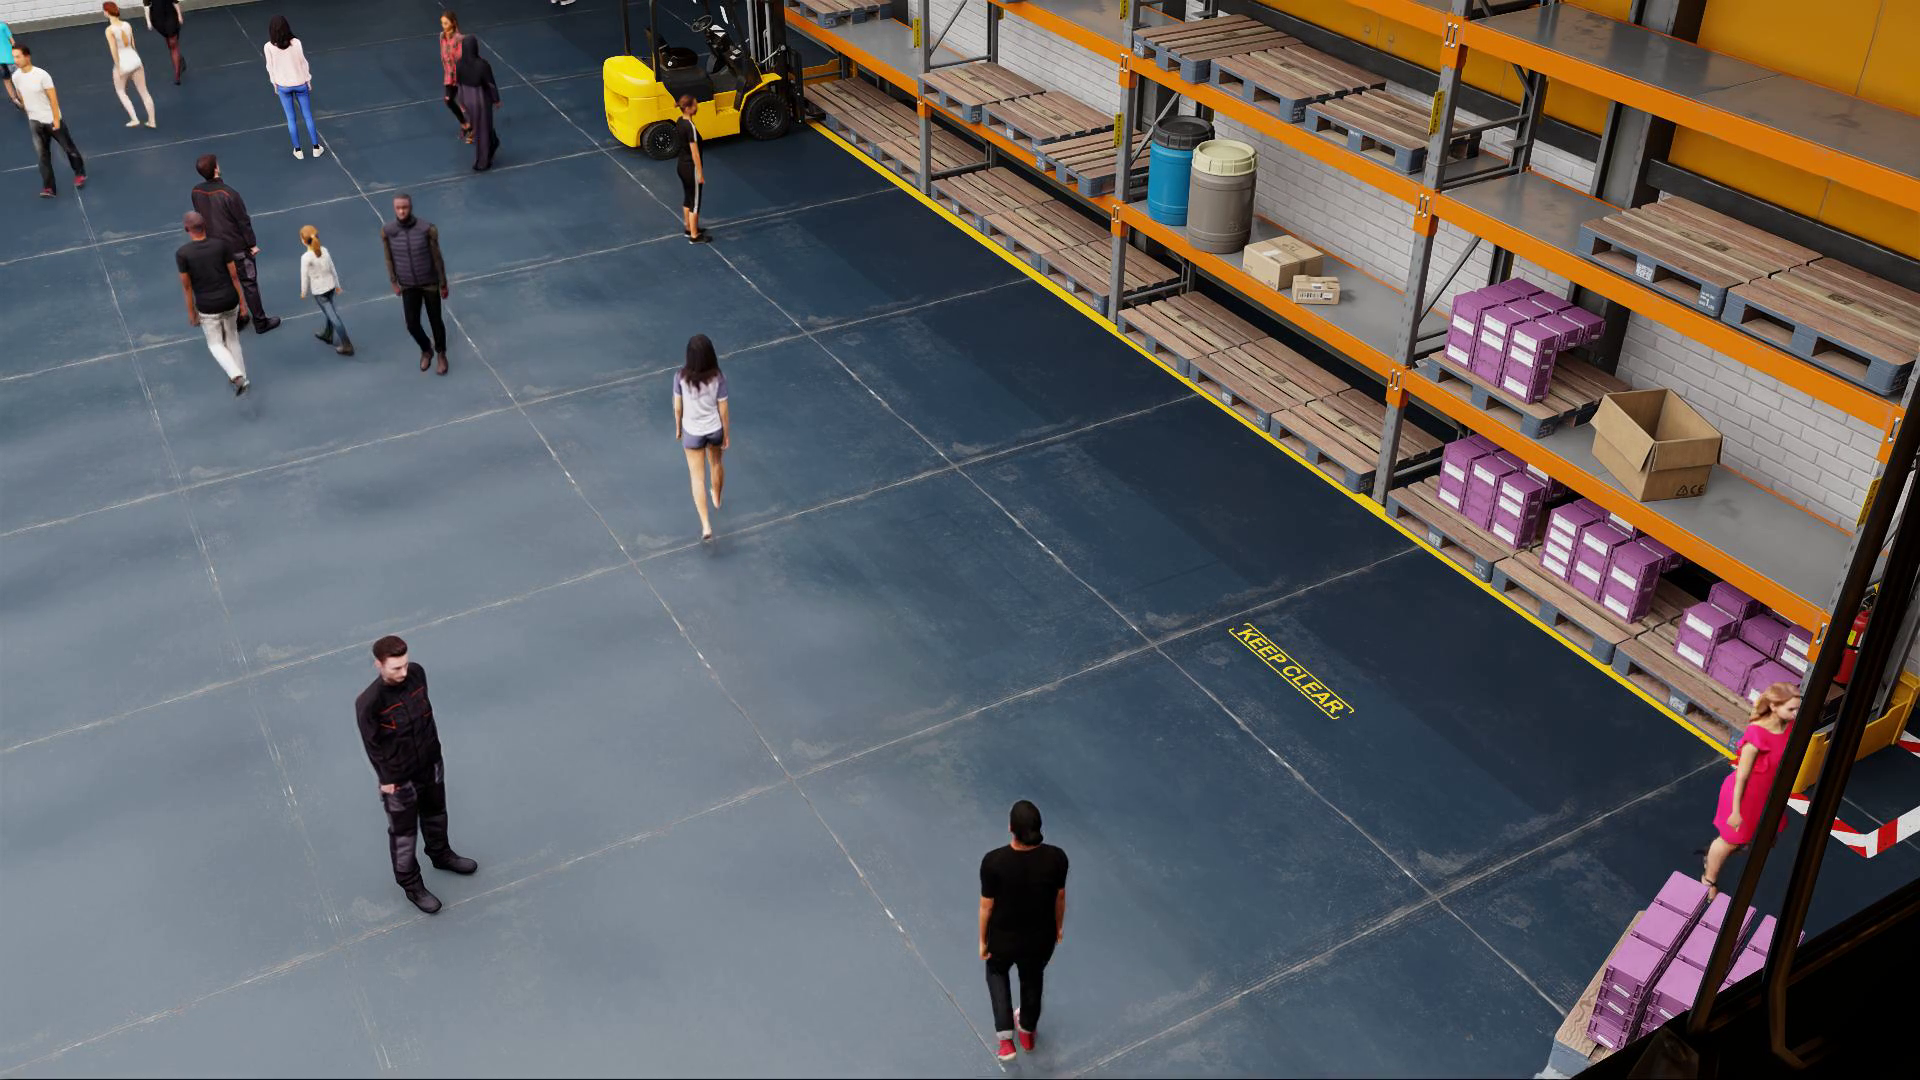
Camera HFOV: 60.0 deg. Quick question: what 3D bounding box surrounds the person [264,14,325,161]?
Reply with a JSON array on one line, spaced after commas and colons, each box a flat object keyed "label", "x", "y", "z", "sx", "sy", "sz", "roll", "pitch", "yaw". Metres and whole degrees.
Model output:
[{"label": "person", "x": -8.225, "y": -5.584, "z": 20.489, "sx": 0.680, "sy": 1.770, "sz": 0.605, "roll": -11, "pitch": 35, "yaw": -16}]

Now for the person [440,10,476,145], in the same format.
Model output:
[{"label": "person", "x": -6.242, "y": -5.841, "z": 20.951, "sx": 0.706, "sy": 1.686, "sz": 0.791, "roll": 18, "pitch": 38, "yaw": 25}]

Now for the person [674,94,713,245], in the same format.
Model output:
[{"label": "person", "x": -2.986, "y": -4.105, "z": 18.357, "sx": 0.652, "sy": 1.667, "sz": 0.462, "roll": -16, "pitch": 37, "yaw": -23}]

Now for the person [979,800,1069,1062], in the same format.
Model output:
[{"label": "person", "x": 0.338, "y": 2.152, "z": 8.870, "sx": 0.792, "sy": 1.748, "sz": 0.879, "roll": -3, "pitch": 34, "yaw": -4}]

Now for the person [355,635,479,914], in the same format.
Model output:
[{"label": "person", "x": -3.288, "y": 1.349, "z": 9.932, "sx": 0.796, "sy": 1.910, "sz": 0.784, "roll": 15, "pitch": 37, "yaw": 22}]

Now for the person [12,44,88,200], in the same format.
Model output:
[{"label": "person", "x": -10.677, "y": -4.952, "z": 19.557, "sx": 1.016, "sy": 1.749, "sz": 1.243, "roll": -2, "pitch": 34, "yaw": -2}]

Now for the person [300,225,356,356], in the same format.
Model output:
[{"label": "person", "x": -6.112, "y": -2.396, "z": 16.119, "sx": 0.860, "sy": 1.297, "sz": 0.725, "roll": 15, "pitch": 36, "yaw": 21}]

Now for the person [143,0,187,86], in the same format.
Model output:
[{"label": "person", "x": -10.993, "y": -7.210, "z": 23.044, "sx": 0.837, "sy": 1.649, "sz": 1.171, "roll": -6, "pitch": 34, "yaw": -9}]

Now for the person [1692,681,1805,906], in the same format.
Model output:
[{"label": "person", "x": 4.646, "y": 1.471, "z": 9.922, "sx": 0.596, "sy": 1.717, "sz": 0.668, "roll": -17, "pitch": 37, "yaw": -24}]

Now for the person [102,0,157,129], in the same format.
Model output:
[{"label": "person", "x": -10.617, "y": -6.074, "z": 21.351, "sx": 0.731, "sy": 1.630, "sz": 0.689, "roll": 18, "pitch": 38, "yaw": 25}]

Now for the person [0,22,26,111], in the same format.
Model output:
[{"label": "person", "x": -12.630, "y": -6.370, "z": 21.967, "sx": 0.657, "sy": 1.443, "sz": 0.813, "roll": -7, "pitch": 34, "yaw": -11}]

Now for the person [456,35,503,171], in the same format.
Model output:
[{"label": "person", "x": -5.893, "y": -5.292, "z": 20.194, "sx": 1.019, "sy": 1.610, "sz": 1.068, "roll": 10, "pitch": 35, "yaw": 14}]

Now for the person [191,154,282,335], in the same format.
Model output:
[{"label": "person", "x": -7.208, "y": -2.920, "z": 16.420, "sx": 0.777, "sy": 1.837, "sz": 0.835, "roll": 8, "pitch": 34, "yaw": 12}]

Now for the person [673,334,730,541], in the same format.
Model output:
[{"label": "person", "x": -2.065, "y": -0.809, "z": 13.367, "sx": 0.818, "sy": 1.701, "sz": 1.176, "roll": -8, "pitch": 34, "yaw": -11}]

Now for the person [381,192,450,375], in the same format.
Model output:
[{"label": "person", "x": -5.078, "y": -2.447, "z": 15.722, "sx": 0.810, "sy": 1.821, "sz": 0.802, "roll": -4, "pitch": 34, "yaw": -6}]

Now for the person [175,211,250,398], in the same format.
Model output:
[{"label": "person", "x": -6.793, "y": -2.111, "z": 15.251, "sx": 0.777, "sy": 1.783, "sz": 0.983, "roll": -21, "pitch": 39, "yaw": -28}]
